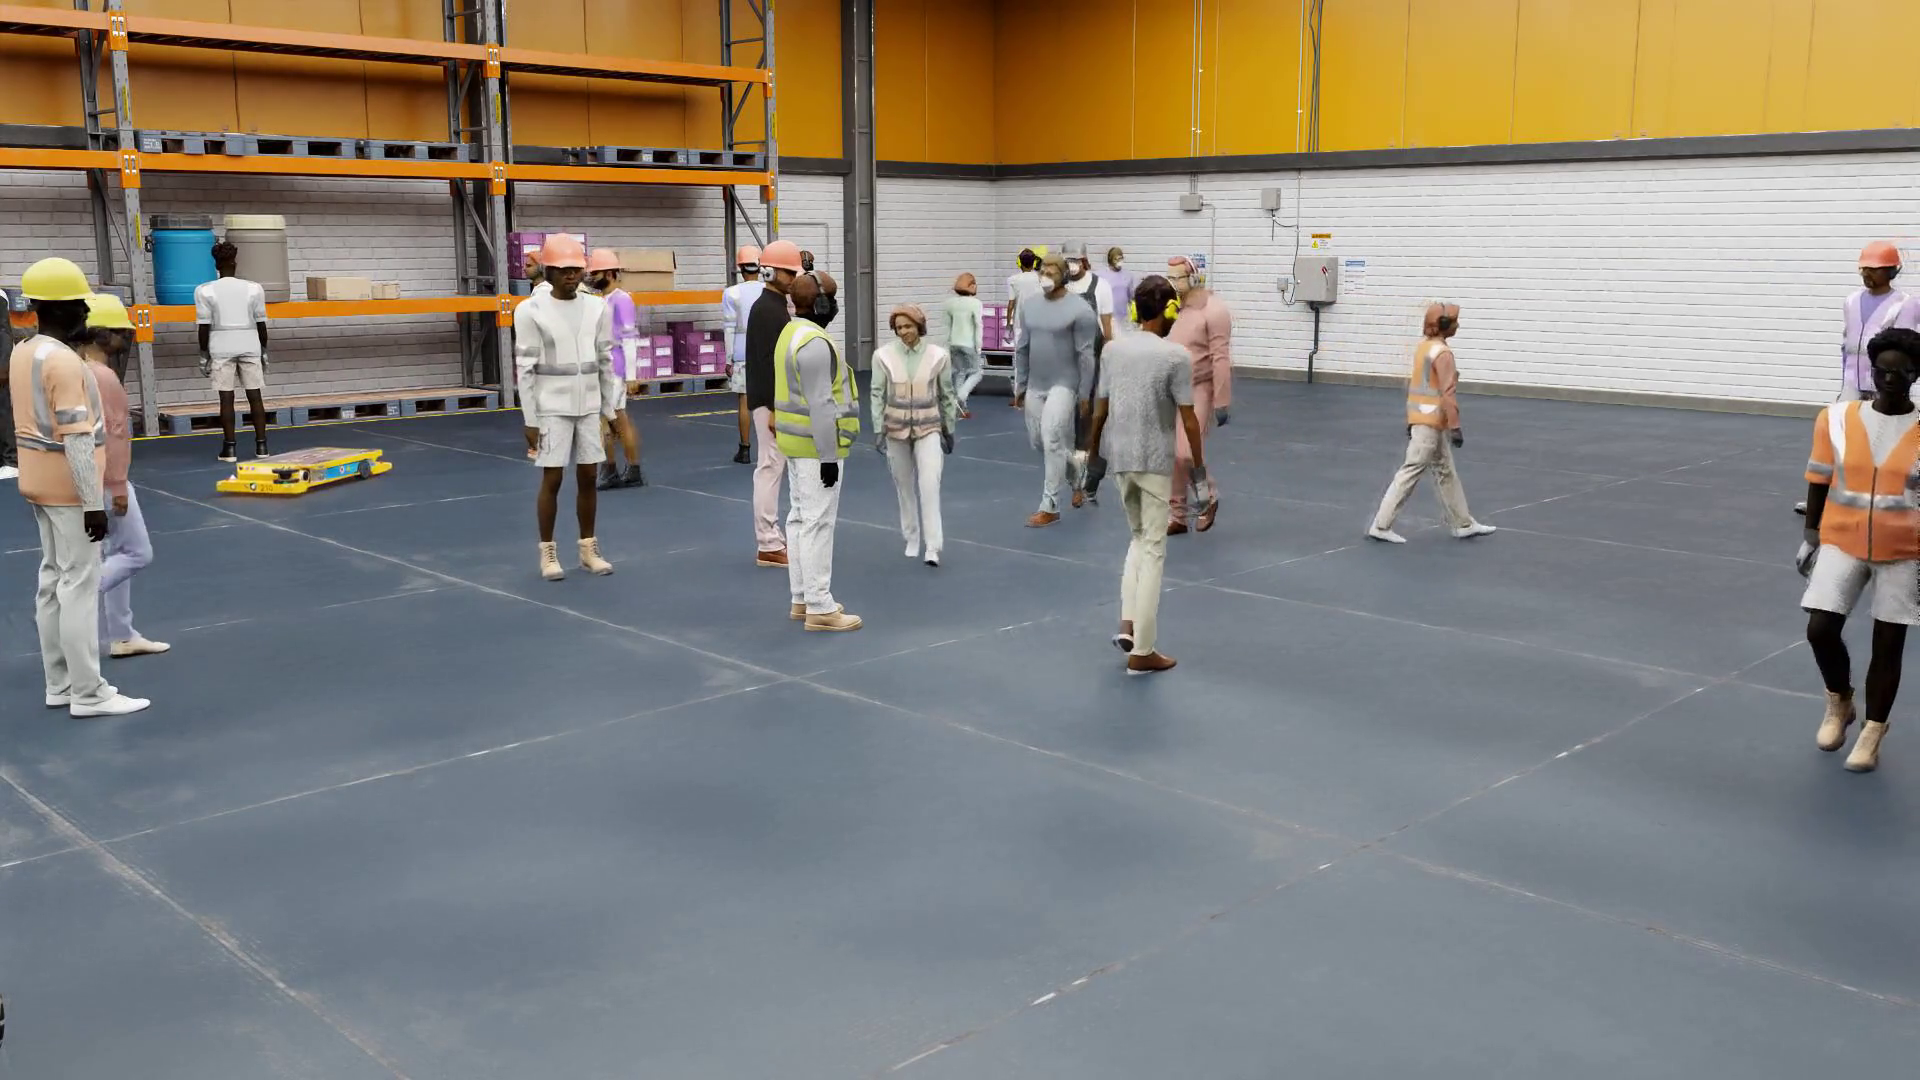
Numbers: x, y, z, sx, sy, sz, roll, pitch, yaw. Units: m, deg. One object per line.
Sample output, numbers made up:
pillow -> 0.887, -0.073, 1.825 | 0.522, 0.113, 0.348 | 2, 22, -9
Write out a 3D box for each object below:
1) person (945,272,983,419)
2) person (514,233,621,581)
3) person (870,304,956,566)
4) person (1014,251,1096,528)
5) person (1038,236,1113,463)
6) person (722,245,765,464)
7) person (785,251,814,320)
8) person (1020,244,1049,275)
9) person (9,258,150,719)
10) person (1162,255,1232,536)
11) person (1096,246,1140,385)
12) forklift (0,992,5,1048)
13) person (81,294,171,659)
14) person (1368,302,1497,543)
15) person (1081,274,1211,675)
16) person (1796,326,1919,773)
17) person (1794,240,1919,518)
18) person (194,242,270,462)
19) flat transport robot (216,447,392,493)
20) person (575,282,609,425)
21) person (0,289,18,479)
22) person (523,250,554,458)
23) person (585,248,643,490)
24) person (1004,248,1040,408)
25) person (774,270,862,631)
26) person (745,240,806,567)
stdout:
person -> 0.028, -2.108, 18.194 | 0.504, 1.622, 0.456 | 7, 13, 34
person -> -2.296, -0.779, 9.813 | 0.609, 2.039, 0.397 | -9, 14, -40
person -> -0.285, -0.633, 10.198 | 0.524, 1.593, 0.856 | 0, 10, 0
person -> 0.716, -1.073, 11.732 | 0.629, 1.920, 0.801 | 9, 14, 42
person -> 1.025, -1.720, 14.922 | 0.685, 2.000, 0.637 | 1, 10, 7
person -> -1.839, -1.644, 14.790 | 0.544, 1.938, 0.356 | -4, 11, -19
person -> -1.946, -2.671, 20.695 | 0.431, 1.836, 0.621 | -7, 13, -34
person -> 1.014, -3.073, 22.679 | 0.590, 1.907, 0.580 | -7, 13, -35
person -> -3.747, -0.212, 7.007 | 0.586, 1.928, 0.369 | 10, 14, 42
person -> 1.474, -0.949, 11.120 | 0.427, 1.888, 0.673 | -9, 14, -41
person -> 2.001, -2.956, 22.115 | 0.703, 1.889, 1.003 | -8, 13, -36
forklift -> -3.245, 0.323, 3.363 | 2.313, 2.155, 1.214 | 2, 11, 13
person -> -4.047, -0.273, 7.800 | 0.478, 1.747, 0.532 | -8, 13, -36
person -> 3.114, -0.762, 10.926 | 0.880, 1.590, 0.539 | 0, 10, 2
person -> 0.852, -0.304, 7.757 | 0.676, 1.837, 0.491 | 9, 14, 40
person -> 3.443, 0.044, 6.250 | 0.554, 1.683, 0.366 | 8, 13, 38
person -> 6.531, -1.139, 11.916 | 1.075, 1.986, 0.632 | -5, 11, -24
person -> -6.523, -1.684, 14.945 | 0.601, 1.960, 0.373 | -7, 12, -33
flat transport robot -> -5.313, -0.582, 13.547 | 0.652, 0.197, 1.431 | 2, 11, 13
person -> -3.738, -1.837, 16.149 | 0.545, 1.825, 0.637 | -7, 12, -32
person -> -8.098, -1.466, 13.876 | 0.597, 1.915, 0.371 | 6, 12, 32
person -> -3.815, -1.689, 15.181 | 0.350, 1.884, 0.583 | -2, 11, -10
person -> -2.832, -1.340, 13.195 | 0.672, 1.911, 0.566 | -6, 12, -31
person -> 0.776, -2.490, 19.589 | 0.538, 1.869, 0.313 | -2, 11, -13
person -> -0.732, -0.460, 8.588 | 0.429, 1.847, 0.625 | -3, 11, -18
person -> -1.122, -0.836, 10.243 | 0.392, 1.988, 0.609 | 0, 10, -2
